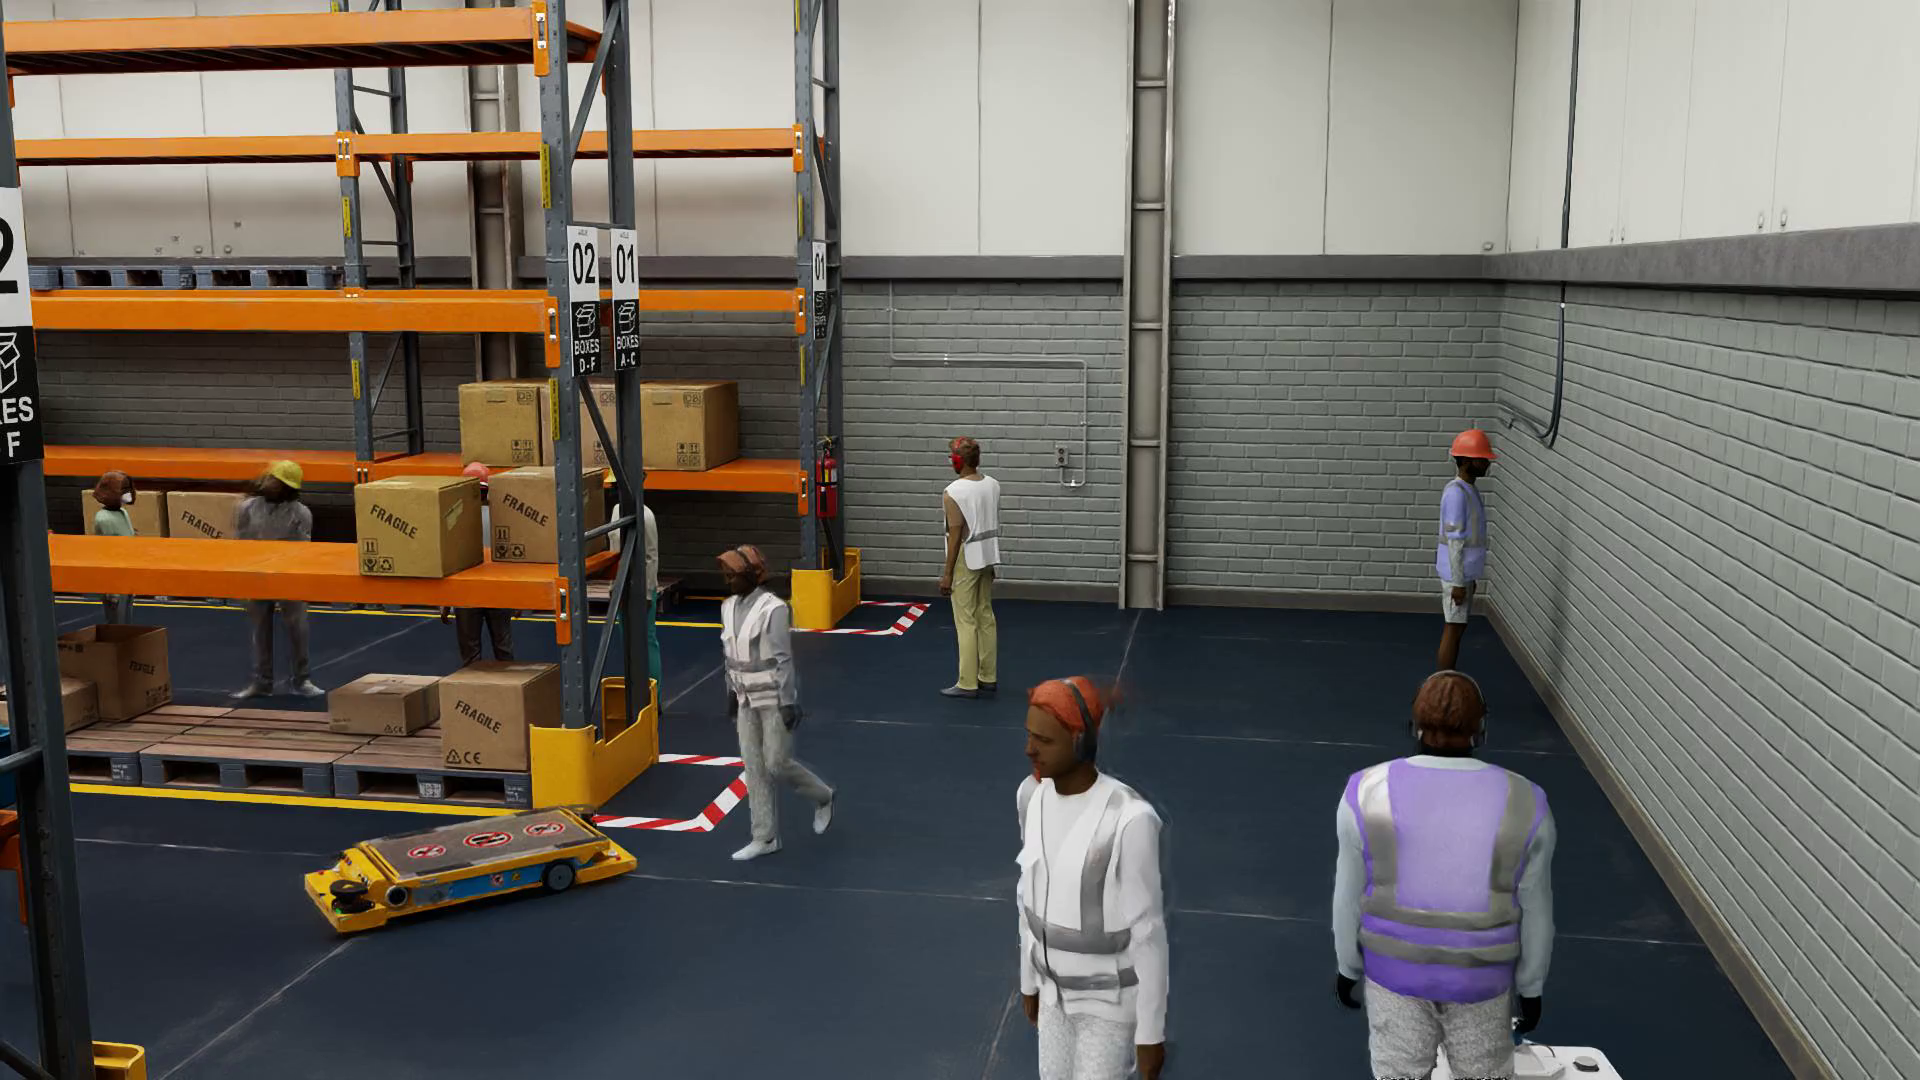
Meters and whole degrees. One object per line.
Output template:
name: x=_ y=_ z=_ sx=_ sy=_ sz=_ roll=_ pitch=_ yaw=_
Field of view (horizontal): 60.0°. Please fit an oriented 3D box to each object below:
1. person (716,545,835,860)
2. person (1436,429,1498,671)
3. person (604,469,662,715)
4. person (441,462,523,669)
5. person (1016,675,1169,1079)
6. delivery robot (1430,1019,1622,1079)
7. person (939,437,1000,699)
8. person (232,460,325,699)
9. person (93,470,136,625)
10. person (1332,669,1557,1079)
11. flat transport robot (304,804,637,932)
person: x=-0.959 y=0.814 z=8.563 sx=0.549 sy=1.616 sz=0.547 roll=-8 pitch=12 yaw=-42
person: x=3.416 y=0.217 z=11.255 sx=0.359 sy=1.938 sz=0.547 roll=4 pitch=10 yaw=23
person: x=-2.201 y=0.323 z=11.130 sx=0.321 sy=1.769 sz=0.523 roll=-7 pitch=12 yaw=-38
person: x=-3.141 y=0.362 z=10.922 sx=0.573 sy=1.750 sz=0.330 roll=-6 pitch=11 yaw=-33
person: x=0.400 y=1.294 z=4.759 sx=0.489 sy=1.876 sz=0.620 roll=-6 pitch=11 yaw=-35
delivery robot: x=1.773 y=1.801 z=5.415 sx=0.707 sy=0.478 sz=0.477 roll=1 pitch=9 yaw=3
person: x=0.085 y=0.197 z=11.674 sx=0.374 sy=1.840 sz=0.571 roll=7 pitch=11 yaw=36
person: x=-4.815 y=0.291 z=11.548 sx=0.632 sy=1.701 sz=0.324 roll=-1 pitch=9 yaw=-8
person: x=-5.819 y=0.325 z=11.529 sx=0.278 sy=1.631 sz=0.507 roll=-2 pitch=9 yaw=-13
person: x=1.427 y=1.287 z=4.961 sx=0.629 sy=1.835 sz=0.429 roll=2 pitch=9 yaw=13
flat transport robot: x=-2.364 y=1.562 z=8.070 sx=1.431 sy=0.197 sz=0.652 roll=-6 pitch=11 yaw=-33
